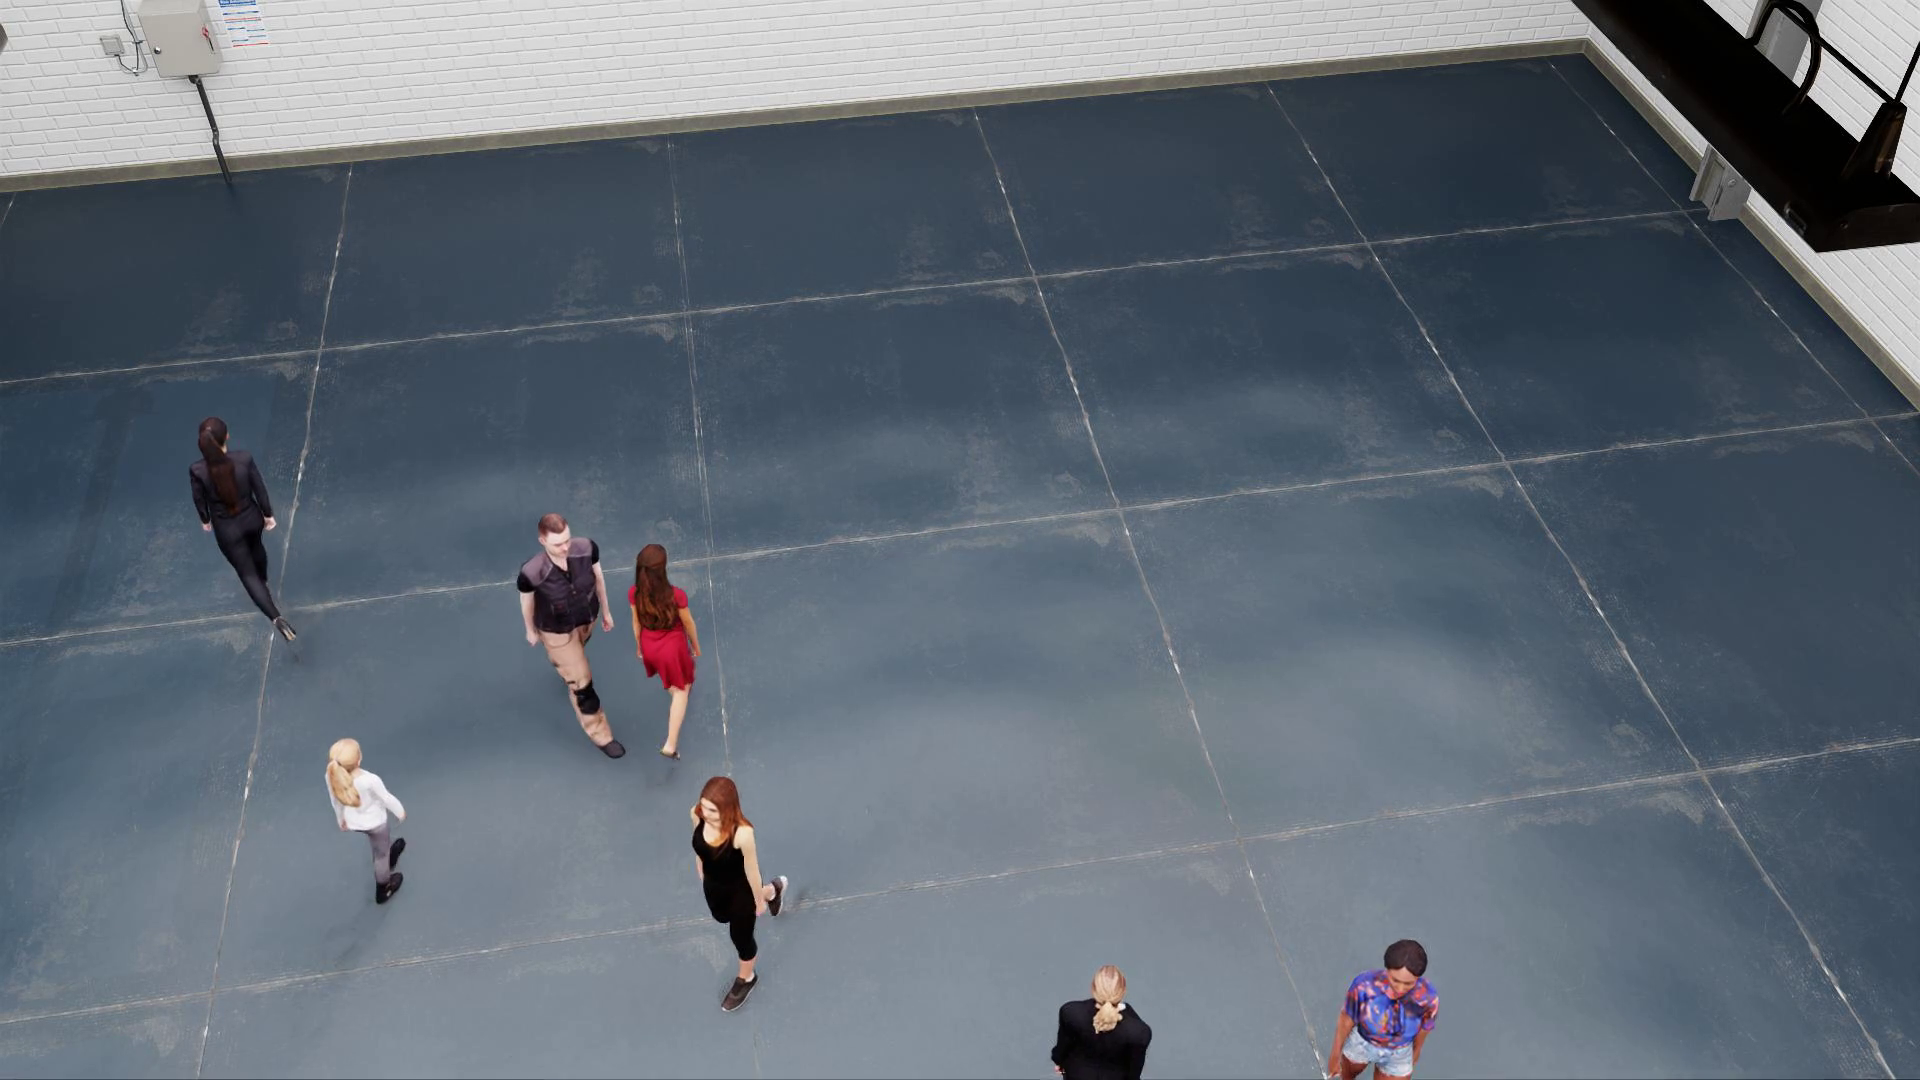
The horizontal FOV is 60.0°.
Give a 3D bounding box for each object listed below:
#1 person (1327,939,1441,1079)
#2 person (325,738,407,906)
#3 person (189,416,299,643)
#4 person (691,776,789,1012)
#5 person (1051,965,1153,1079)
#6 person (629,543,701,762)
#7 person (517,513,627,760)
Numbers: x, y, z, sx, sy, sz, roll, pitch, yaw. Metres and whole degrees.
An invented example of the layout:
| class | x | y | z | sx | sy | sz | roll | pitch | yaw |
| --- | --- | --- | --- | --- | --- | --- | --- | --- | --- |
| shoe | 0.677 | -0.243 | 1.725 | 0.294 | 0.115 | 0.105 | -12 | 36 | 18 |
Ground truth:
| class | x | y | z | sx | sy | sz | roll | pitch | yaw |
| --- | --- | --- | --- | --- | --- | --- | --- | --- | --- |
| person | 2.047 | 2.418 | 8.159 | 0.874 | 1.708 | 1.129 | 9 | 44 | 9 |
| person | -3.352 | 1.616 | 9.323 | 0.638 | 1.265 | 0.746 | 10 | 44 | 10 |
| person | -4.629 | -0.034 | 10.758 | 0.898 | 1.672 | 1.159 | -28 | 50 | -26 |
| person | -1.149 | 1.768 | 8.841 | 0.954 | 1.708 | 1.029 | 24 | 48 | 23 |
| person | 0.648 | 2.639 | 7.947 | 0.881 | 1.681 | 1.106 | 10 | 45 | 10 |
| person | -1.801 | 0.687 | 10.105 | 0.741 | 1.530 | 1.057 | 5 | 44 | 6 |
| person | -2.442 | 0.440 | 10.180 | 1.126 | 1.784 | 1.314 | -32 | 52 | -29 |
